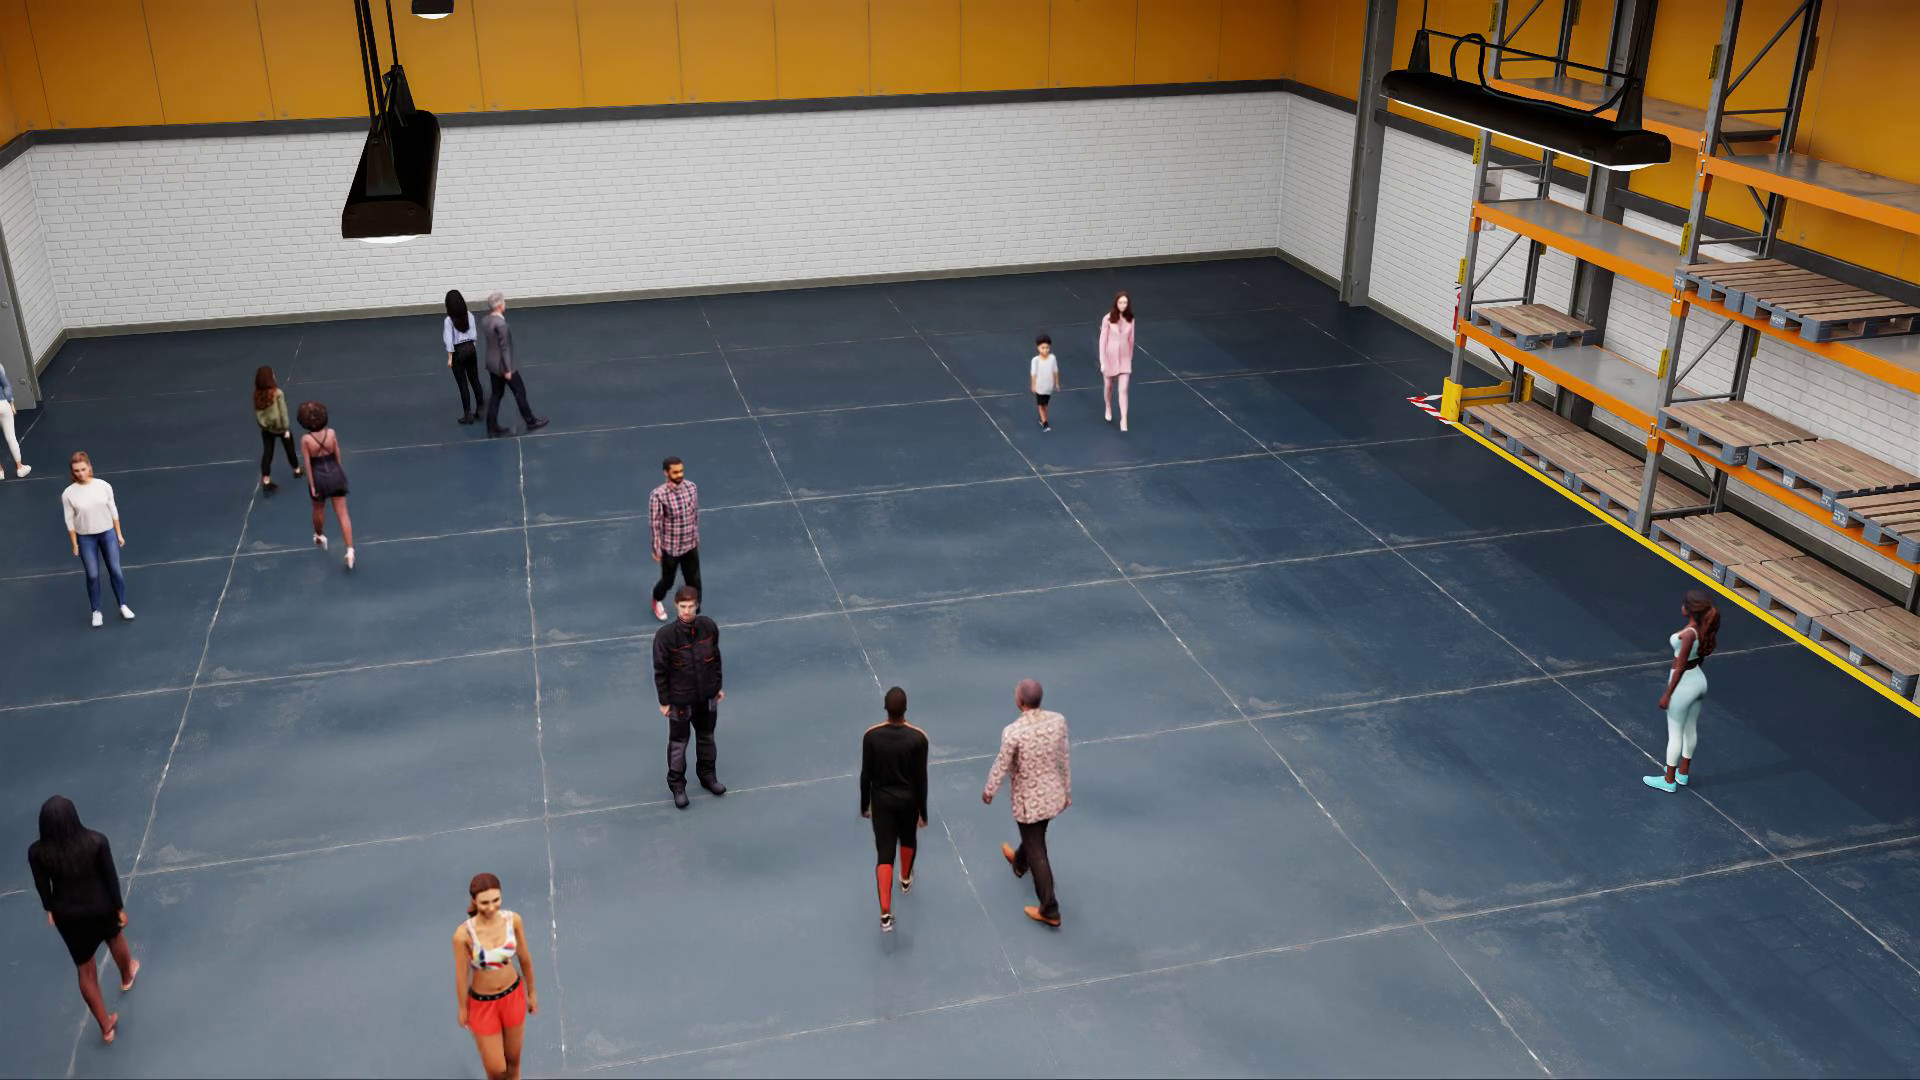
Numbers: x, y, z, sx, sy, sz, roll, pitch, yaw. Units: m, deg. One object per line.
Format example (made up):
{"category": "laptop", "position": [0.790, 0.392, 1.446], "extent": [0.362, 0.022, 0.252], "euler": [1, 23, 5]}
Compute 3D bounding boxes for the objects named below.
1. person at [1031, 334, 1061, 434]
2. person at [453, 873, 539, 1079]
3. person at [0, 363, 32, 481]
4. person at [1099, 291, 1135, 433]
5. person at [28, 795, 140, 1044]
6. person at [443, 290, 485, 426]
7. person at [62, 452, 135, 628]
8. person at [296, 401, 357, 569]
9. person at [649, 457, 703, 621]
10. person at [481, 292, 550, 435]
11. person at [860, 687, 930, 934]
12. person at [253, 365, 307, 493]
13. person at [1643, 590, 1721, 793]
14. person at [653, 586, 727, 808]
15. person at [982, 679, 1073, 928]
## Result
{"category": "person", "position": [1.059, -2.002, 21.087], "extent": [0.494, 1.224, 0.850], "euler": [-6, 24, -13]}
{"category": "person", "position": [-2.729, 2.664, 9.720], "extent": [0.686, 1.778, 0.710], "euler": [-14, 27, -30]}
{"category": "person", "position": [-11.289, -1.539, 19.431], "extent": [0.626, 1.703, 0.530], "euler": [-8, 25, -18]}
{"category": "person", "position": [1.948, -2.273, 21.050], "extent": [0.757, 1.749, 1.165], "euler": [-2, 24, -4]}
{"category": "person", "position": [-5.492, 2.398, 10.430], "extent": [0.696, 1.697, 1.002], "euler": [-9, 25, -20]}
{"category": "person", "position": [-6.331, -2.339, 21.206], "extent": [0.769, 1.746, 0.726], "euler": [15, 28, 31]}
{"category": "person", "position": [-8.270, -0.018, 15.929], "extent": [0.677, 1.720, 0.641], "euler": [-16, 28, -33]}
{"category": "person", "position": [-6.462, -0.535, 17.090], "extent": [0.809, 1.738, 1.163], "euler": [-16, 28, -32]}
{"category": "person", "position": [-2.731, 0.014, 15.810], "extent": [1.002, 1.756, 1.204], "euler": [-19, 30, -36]}
{"category": "person", "position": [-5.768, -2.163, 20.734], "extent": [1.106, 1.802, 1.120], "euler": [-21, 31, -39]}
{"category": "person", "position": [-0.459, 1.884, 11.517], "extent": [0.890, 1.769, 1.236], "euler": [1, 24, 2]}
{"category": "person", "position": [-7.918, -1.252, 19.101], "extent": [0.879, 1.440, 1.095], "euler": [5, 24, 11]}
{"category": "person", "position": [5.745, 1.186, 13.167], "extent": [0.637, 1.726, 0.643], "euler": [-17, 29, -34]}
{"category": "person", "position": [-2.102, 1.194, 13.007], "extent": [0.793, 1.839, 0.713], "euler": [-16, 28, -32]}
{"category": "person", "position": [0.581, 1.857, 11.581], "extent": [0.972, 1.767, 1.236], "euler": [-19, 30, -36]}
